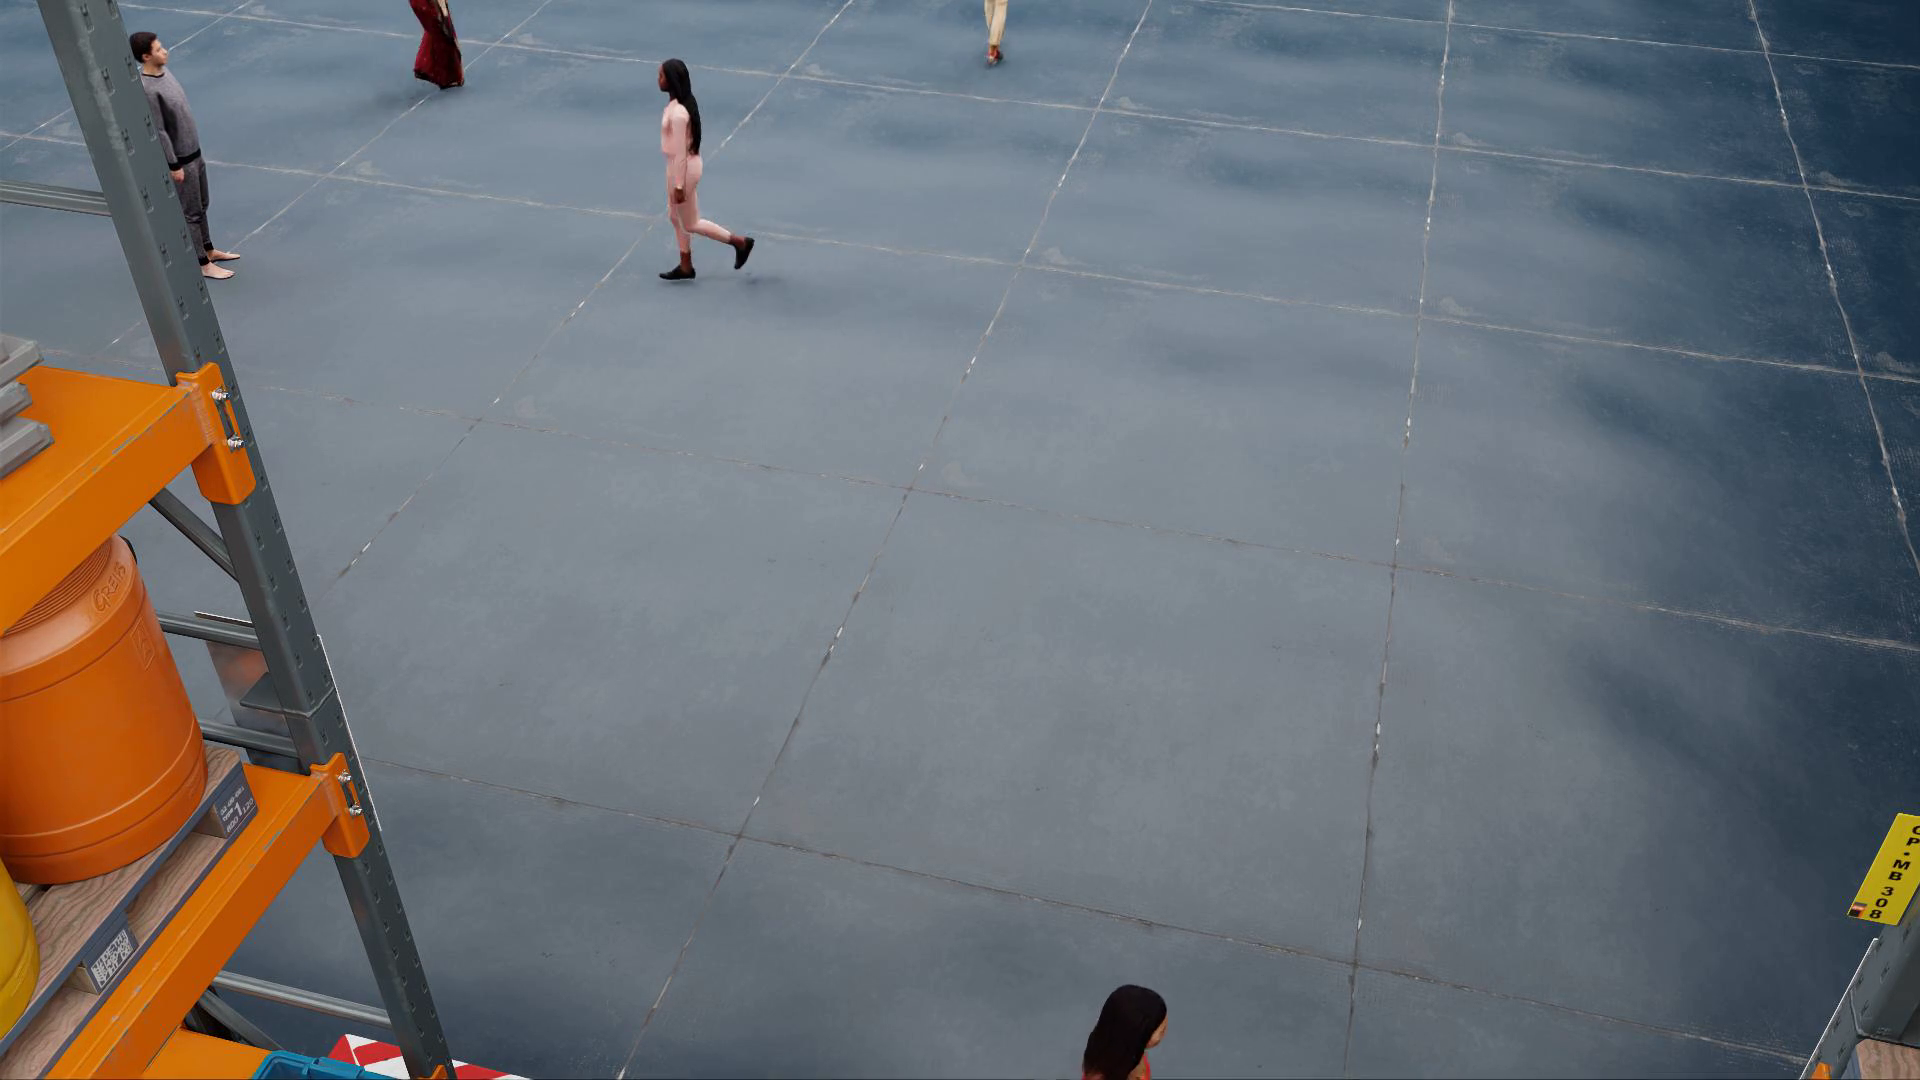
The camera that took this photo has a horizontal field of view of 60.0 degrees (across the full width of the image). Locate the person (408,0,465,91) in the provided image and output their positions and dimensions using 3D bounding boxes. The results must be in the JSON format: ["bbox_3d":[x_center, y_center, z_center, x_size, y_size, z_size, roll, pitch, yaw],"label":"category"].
[{"bbox_3d":[-4.813,-4.797,14.882,0.856,1.628,0.809,-28,46,-31],"label":"person"}]

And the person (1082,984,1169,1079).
[{"bbox_3d":[0.369,2.197,5.919,0.936,1.657,1.202,-2,38,-2],"label":"person"}]

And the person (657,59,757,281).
[{"bbox_3d":[-1.913,-2.644,12.067,0.917,1.706,1.001,-5,38,-6],"label":"person"}]

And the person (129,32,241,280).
[{"bbox_3d":[-5.728,-2.831,12.195,0.805,1.844,0.639,-4,38,-5],"label":"person"}]
